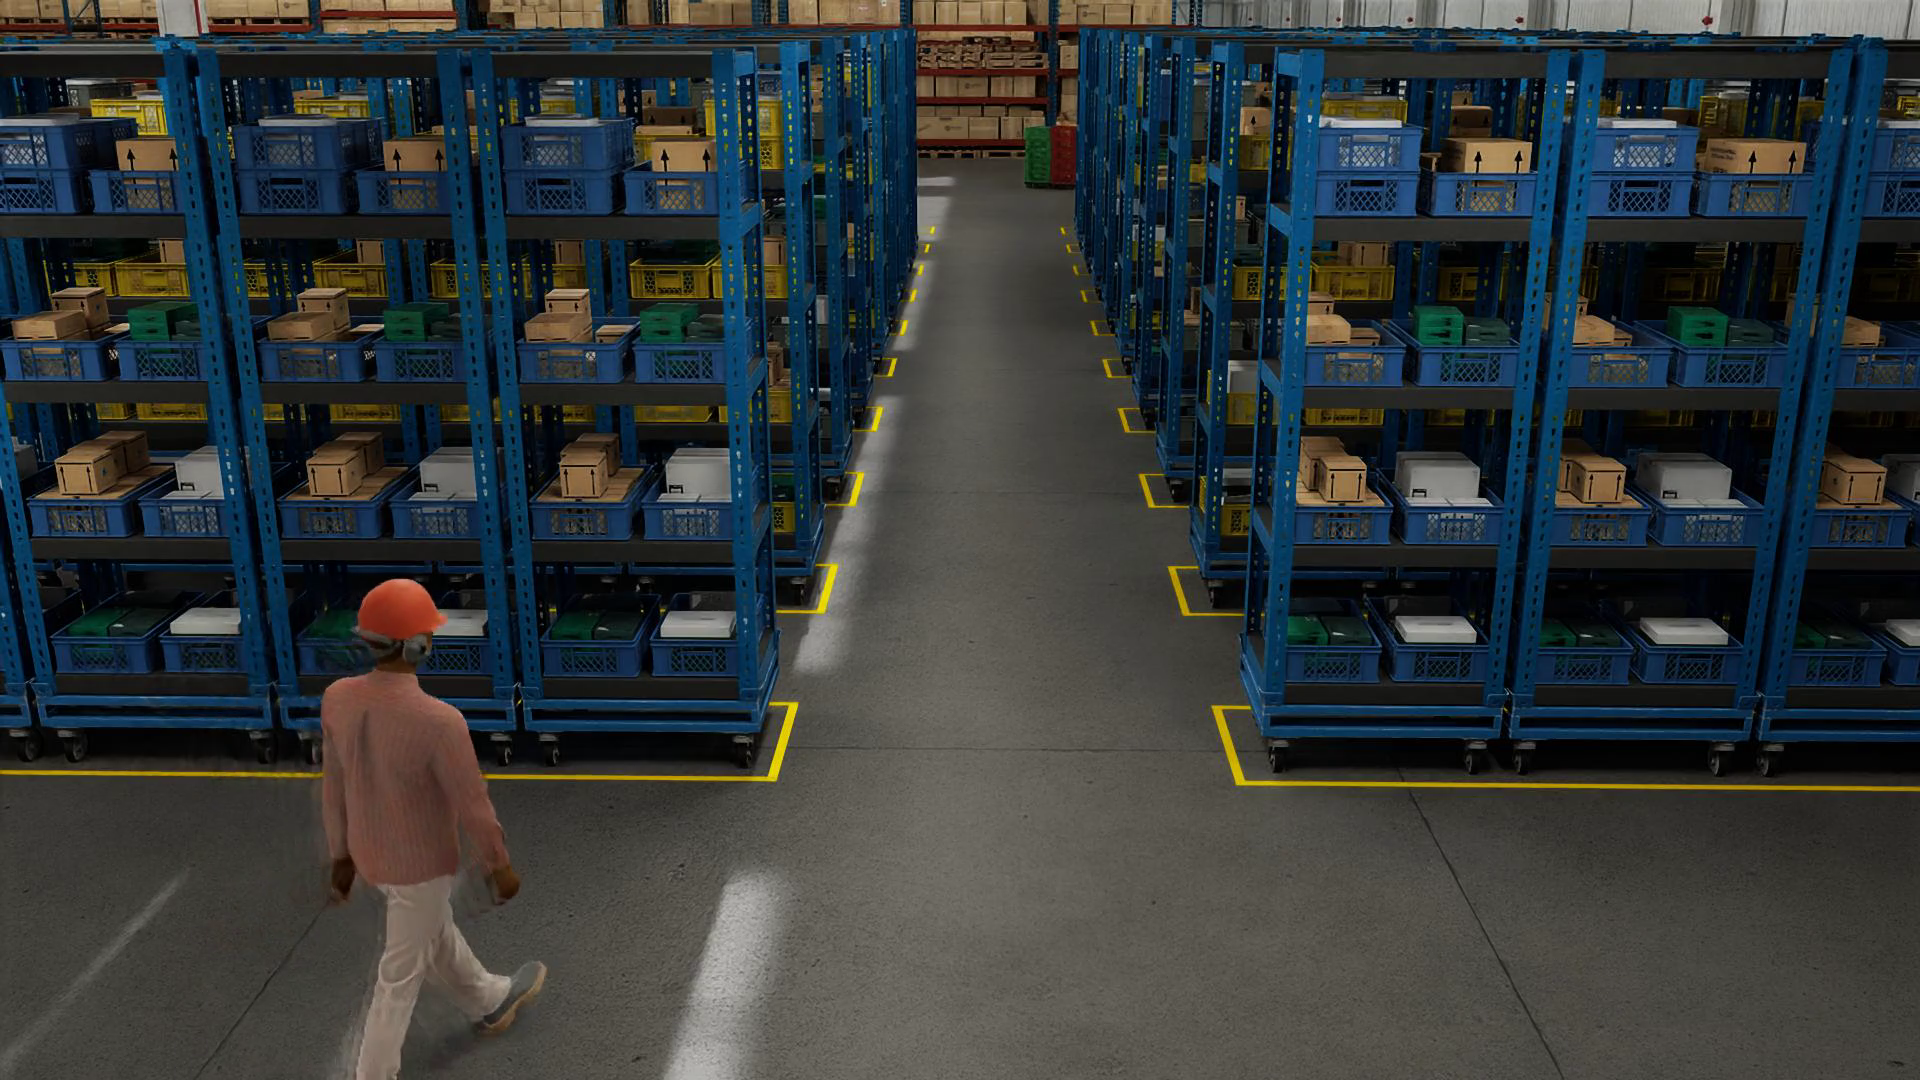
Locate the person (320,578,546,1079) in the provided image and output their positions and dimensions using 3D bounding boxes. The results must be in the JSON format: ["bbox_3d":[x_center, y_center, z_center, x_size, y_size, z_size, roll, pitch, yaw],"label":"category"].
[{"bbox_3d":[-1.837,1.056,5.811,0.637,1.934,1.040,10,20,30],"label":"person"}]

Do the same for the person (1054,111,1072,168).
[{"bbox_3d":[2.498,-9.513,40.025,0.521,1.617,0.646,15,23,40],"label":"person"}]
